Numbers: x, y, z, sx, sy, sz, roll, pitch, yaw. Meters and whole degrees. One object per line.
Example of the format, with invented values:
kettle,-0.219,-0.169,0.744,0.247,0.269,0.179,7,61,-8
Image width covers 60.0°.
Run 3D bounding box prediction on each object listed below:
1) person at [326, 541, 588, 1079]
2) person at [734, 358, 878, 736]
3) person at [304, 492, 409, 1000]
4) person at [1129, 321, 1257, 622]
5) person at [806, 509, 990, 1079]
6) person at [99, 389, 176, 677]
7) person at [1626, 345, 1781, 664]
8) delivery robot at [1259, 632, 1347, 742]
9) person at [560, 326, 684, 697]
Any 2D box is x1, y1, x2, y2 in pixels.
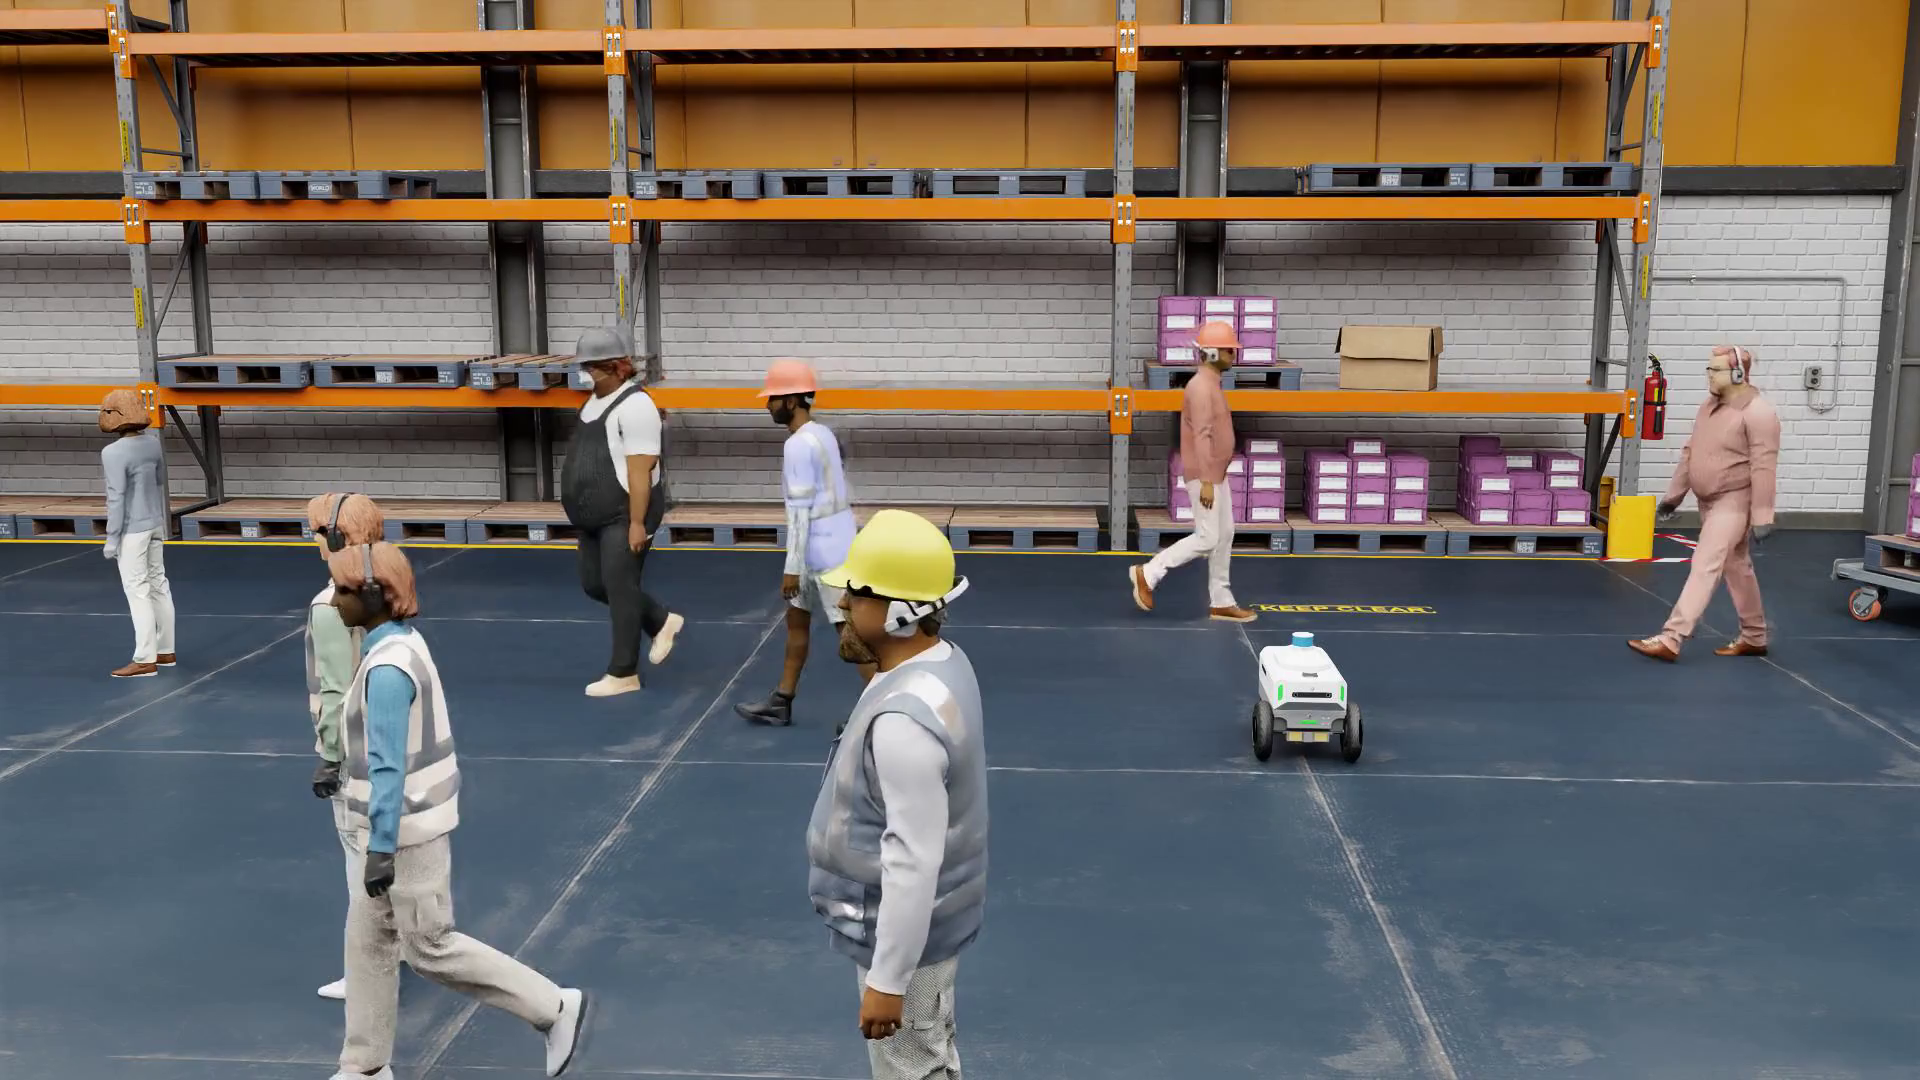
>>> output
person,-1.480,0.792,4.658,0.731,1.608,0.518,-3,10,-19
person,-0.744,0.056,8.187,0.918,1.878,0.549,0,10,3
person,-1.925,0.656,5.374,0.308,1.641,0.517,1,10,3
person,1.538,-0.432,10.773,0.746,1.974,0.627,3,10,19
person,-0.138,0.840,3.719,0.404,1.836,0.594,1,10,4
person,-4.694,-0.040,9.463,0.280,1.633,0.502,1,10,3
person,4.378,-0.198,9.726,0.981,1.863,0.661,0,10,-1
delivery robot,1.656,0.690,8.068,0.477,0.478,0.707,1,10,4
person,-1.850,-0.185,9.122,0.686,2.000,0.695,-8,12,-38
